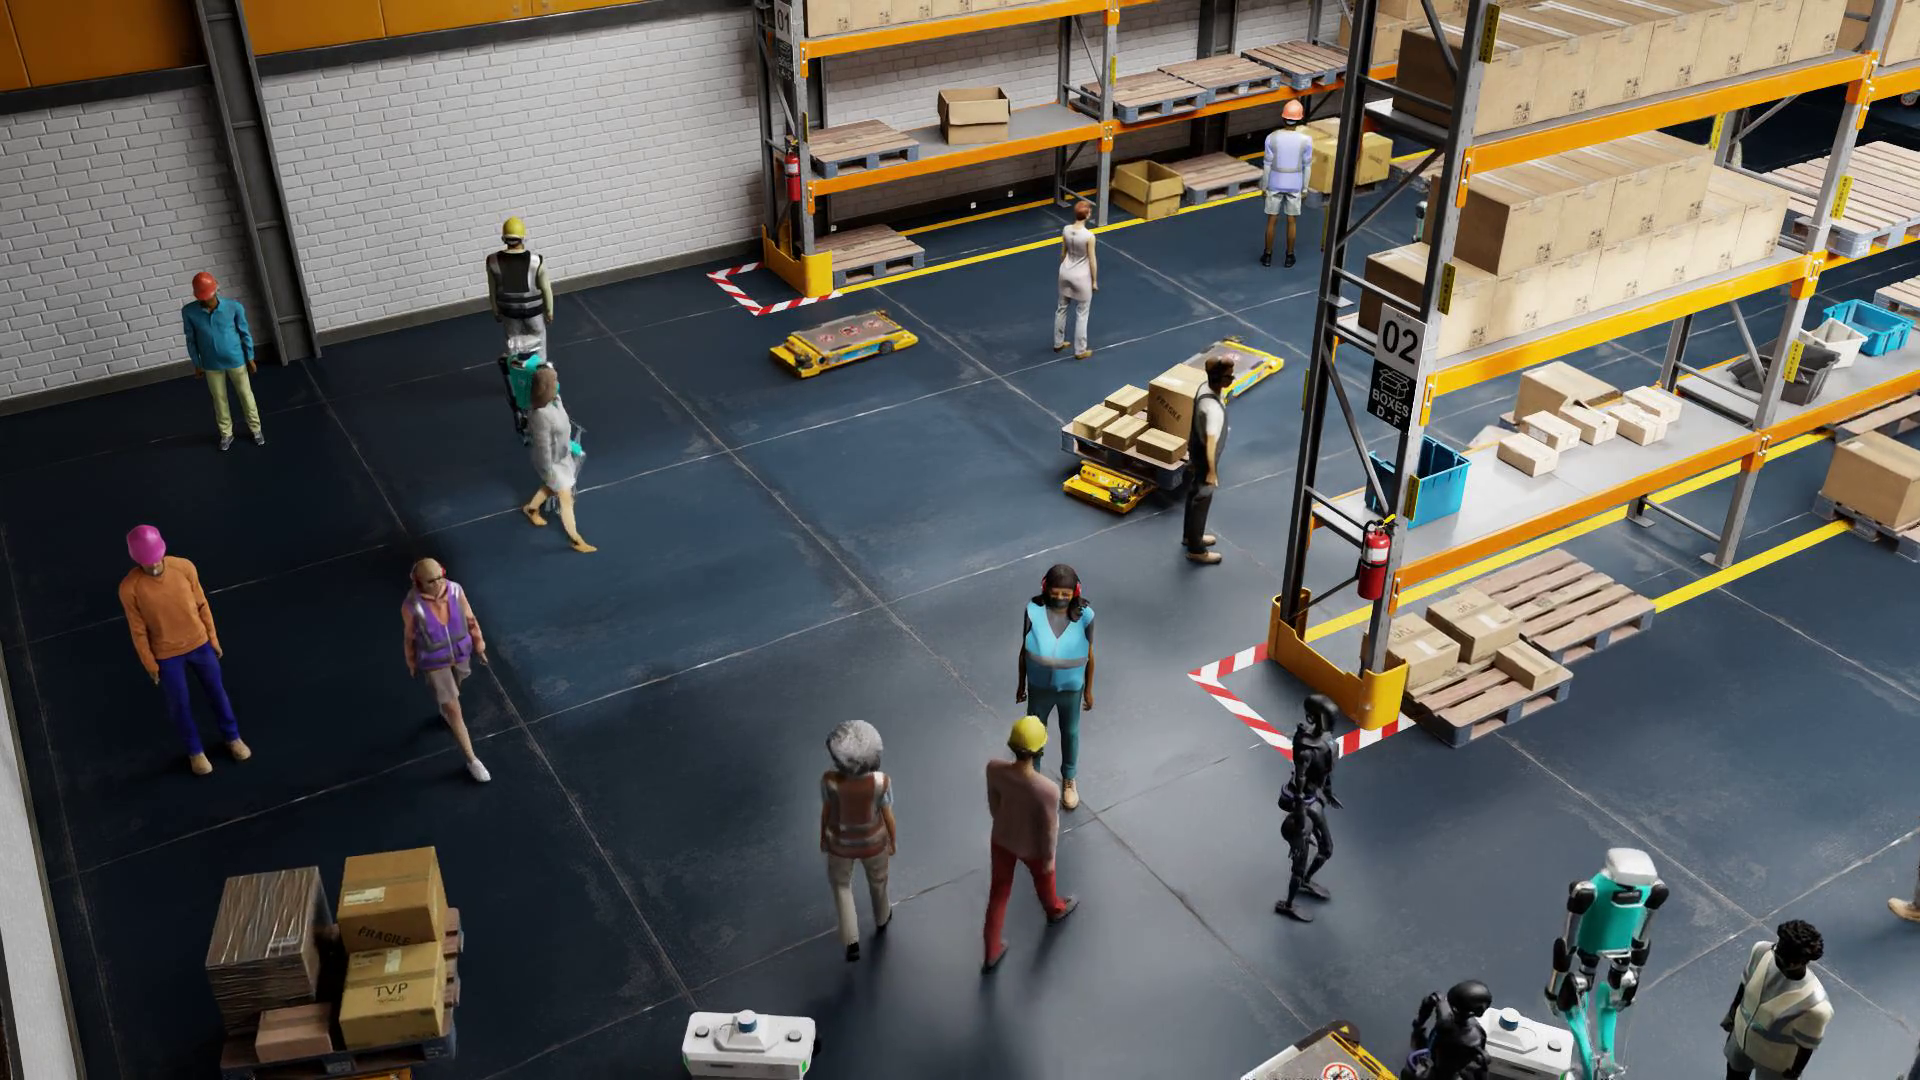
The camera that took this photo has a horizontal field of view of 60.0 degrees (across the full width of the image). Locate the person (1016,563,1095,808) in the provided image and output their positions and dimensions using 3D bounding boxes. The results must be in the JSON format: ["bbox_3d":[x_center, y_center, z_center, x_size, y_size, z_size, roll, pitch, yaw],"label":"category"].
[{"bbox_3d":[0.629,0.965,11.044,0.514,1.865,0.392,3,32,5],"label":"person"}]

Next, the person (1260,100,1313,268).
[{"bbox_3d":[3.710,-4.054,18.981,0.544,1.938,0.354,5,32,8],"label":"person"}]

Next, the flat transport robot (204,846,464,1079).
[{"bbox_3d":[-3.488,2.822,9.583,0.659,0.231,1.431,-6,33,-9],"label":"flat transport robot"}]

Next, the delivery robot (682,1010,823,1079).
[{"bbox_3d":[-1.157,2.858,9.251,0.790,0.589,0.499,2,32,3],"label":"delivery robot"}]

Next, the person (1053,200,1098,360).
[{"bbox_3d":[1.192,-2.670,17.042,0.434,1.652,0.300,25,40,34],"label":"person"}]

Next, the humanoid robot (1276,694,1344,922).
[{"bbox_3d":[2.141,1.632,10.146,0.348,1.648,0.591,17,36,24],"label":"humanoid robot"}]

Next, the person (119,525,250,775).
[{"bbox_3d":[-5.317,0.731,11.322,0.517,1.973,0.401,-25,40,-34],"label":"person"}]

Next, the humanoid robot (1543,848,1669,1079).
[{"bbox_3d":[3.424,2.490,8.753,0.576,1.768,0.907,-5,32,-7],"label":"humanoid robot"}]

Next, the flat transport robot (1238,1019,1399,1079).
[{"bbox_3d":[1.802,3.167,9.034,1.431,0.231,0.659,-21,38,-29],"label":"flat transport robot"}]

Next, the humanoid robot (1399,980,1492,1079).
[{"bbox_3d":[2.425,2.767,8.373,0.602,1.643,0.612,-11,34,-17],"label":"humanoid robot"}]

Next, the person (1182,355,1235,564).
[{"bbox_3d":[2.043,-0.682,13.688,0.344,1.845,0.504,1,32,2],"label":"person"}]

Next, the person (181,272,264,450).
[{"bbox_3d":[-6.800,-1.663,15.346,0.561,1.742,0.335,-9,33,-14],"label":"person"}]

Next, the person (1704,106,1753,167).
[{"bbox_3d":[9.689,-5.213,20.962,1.010,1.800,0.558,15,35,22],"label":"person"}]

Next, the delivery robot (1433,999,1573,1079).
[{"bbox_3d":[3.011,2.845,9.265,0.774,0.581,0.499,12,34,19],"label":"delivery robot"}]

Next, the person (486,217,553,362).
[{"bbox_3d":[-4.264,-2.266,16.244,0.598,1.817,0.403,-3,32,-6],"label":"person"}]

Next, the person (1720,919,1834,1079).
[{"bbox_3d":[4.160,2.603,8.595,0.318,1.691,0.535,-9,33,-14],"label":"person"}]

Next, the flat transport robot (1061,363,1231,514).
[{"bbox_3d":[1.626,-0.695,15.192,0.659,0.231,1.431,23,39,32],"label":"flat transport robot"}]

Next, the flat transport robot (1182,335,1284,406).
[{"bbox_3d":[2.617,-1.666,16.741,0.659,0.231,1.431,23,39,32],"label":"flat transport robot"}]

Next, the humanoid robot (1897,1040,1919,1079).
[{"bbox_3d":[4.528,3.067,7.866,0.555,1.837,0.814,27,41,36],"label":"humanoid robot"}]

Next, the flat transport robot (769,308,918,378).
[{"bbox_3d":[-1.211,-2.066,17.379,1.431,0.231,0.659,-21,38,-29],"label":"flat transport robot"}]

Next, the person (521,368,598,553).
[{"bbox_3d":[-3.453,-0.679,13.878,0.743,1.639,0.540,5,32,7],"label":"person"}]

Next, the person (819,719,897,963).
[{"bbox_3d":[-0.606,1.805,9.876,0.474,1.671,0.605,-2,32,-3],"label":"person"}]

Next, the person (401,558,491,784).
[{"bbox_3d":[-3.556,0.801,11.509,0.504,1.641,0.924,-26,40,-35],"label":"person"}]

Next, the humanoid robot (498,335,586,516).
[{"bbox_3d":[-3.493,-0.971,14.320,0.543,1.874,0.692,14,35,21],"label":"humanoid robot"}]

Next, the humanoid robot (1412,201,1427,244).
[{"bbox_3d":[4.978,-2.790,17.185,0.695,1.826,0.530,-24,40,-33],"label":"humanoid robot"}]

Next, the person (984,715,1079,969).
[{"bbox_3d":[0.395,1.749,9.926,0.532,1.719,0.812,19,37,28],"label":"person"}]

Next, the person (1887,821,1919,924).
[{"bbox_3d":[6.114,1.604,10.123,0.551,1.758,0.392,-7,33,-11],"label":"person"}]
